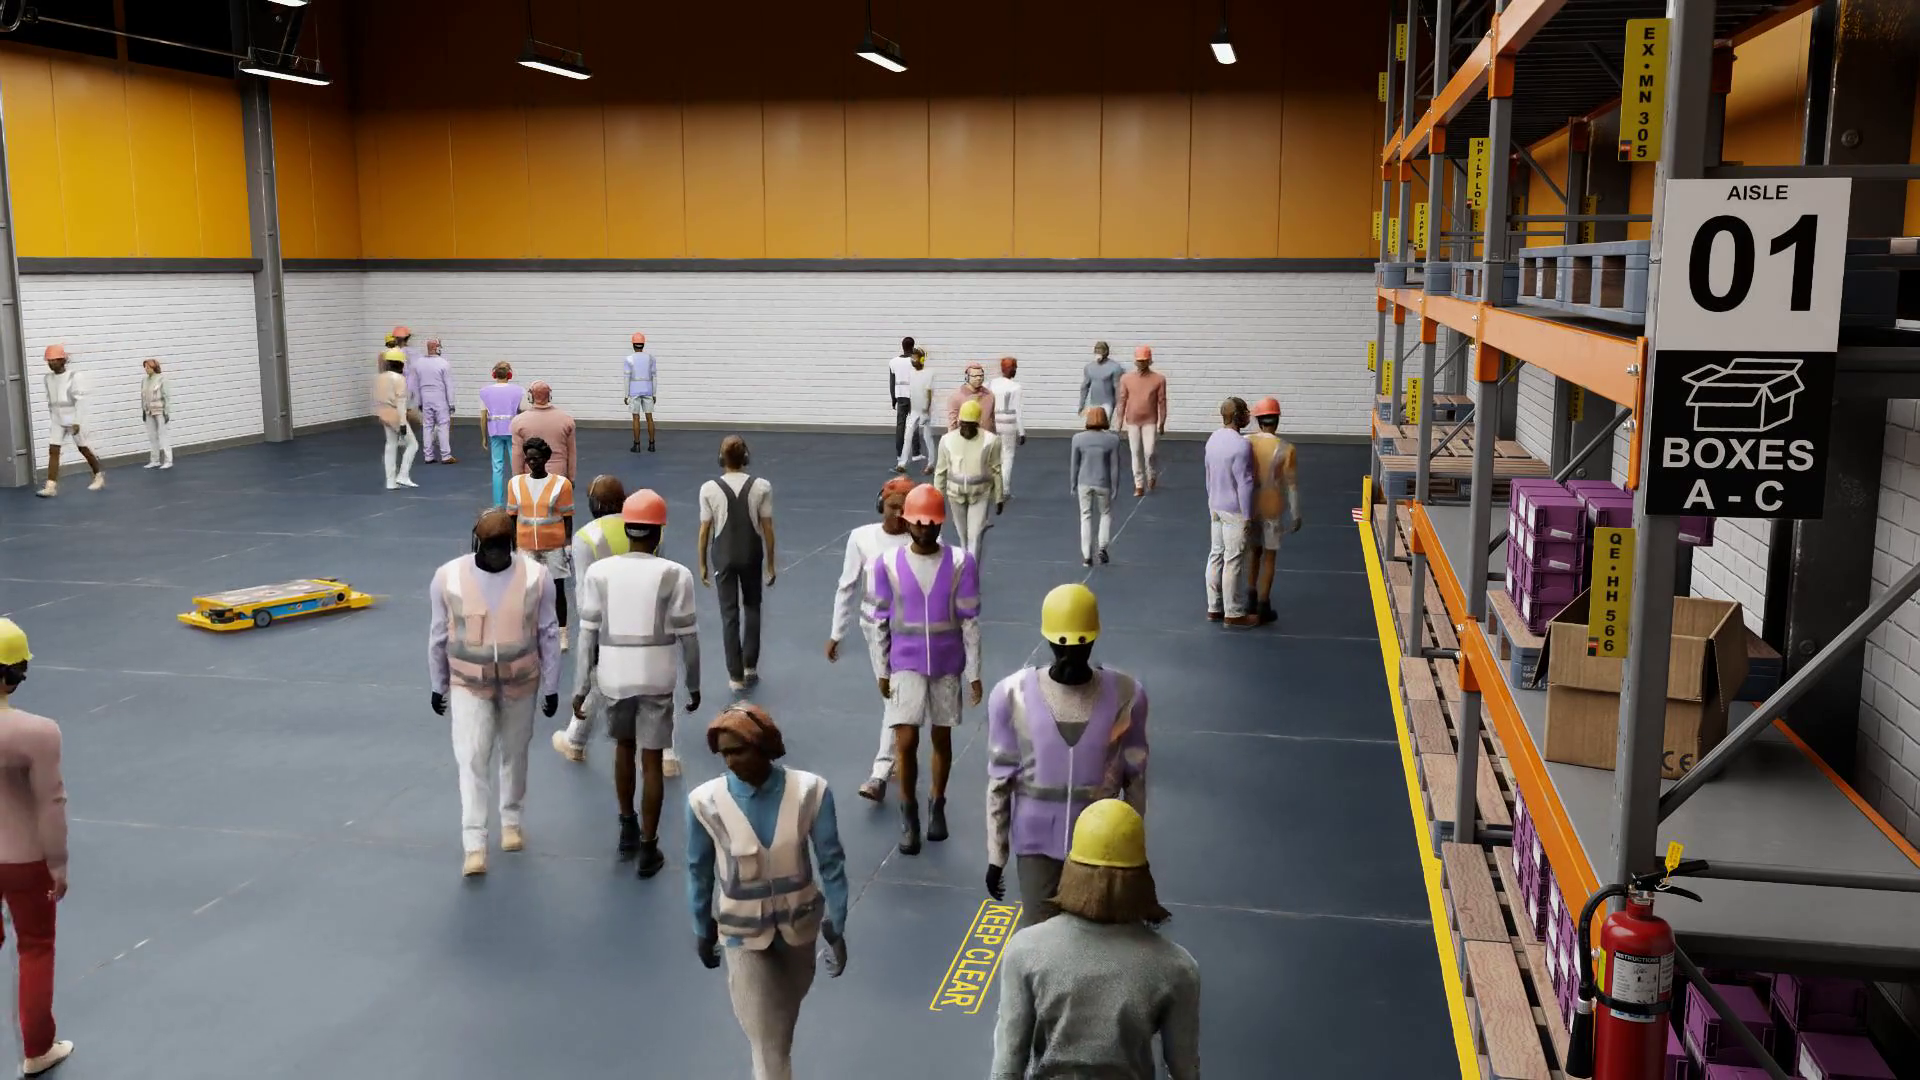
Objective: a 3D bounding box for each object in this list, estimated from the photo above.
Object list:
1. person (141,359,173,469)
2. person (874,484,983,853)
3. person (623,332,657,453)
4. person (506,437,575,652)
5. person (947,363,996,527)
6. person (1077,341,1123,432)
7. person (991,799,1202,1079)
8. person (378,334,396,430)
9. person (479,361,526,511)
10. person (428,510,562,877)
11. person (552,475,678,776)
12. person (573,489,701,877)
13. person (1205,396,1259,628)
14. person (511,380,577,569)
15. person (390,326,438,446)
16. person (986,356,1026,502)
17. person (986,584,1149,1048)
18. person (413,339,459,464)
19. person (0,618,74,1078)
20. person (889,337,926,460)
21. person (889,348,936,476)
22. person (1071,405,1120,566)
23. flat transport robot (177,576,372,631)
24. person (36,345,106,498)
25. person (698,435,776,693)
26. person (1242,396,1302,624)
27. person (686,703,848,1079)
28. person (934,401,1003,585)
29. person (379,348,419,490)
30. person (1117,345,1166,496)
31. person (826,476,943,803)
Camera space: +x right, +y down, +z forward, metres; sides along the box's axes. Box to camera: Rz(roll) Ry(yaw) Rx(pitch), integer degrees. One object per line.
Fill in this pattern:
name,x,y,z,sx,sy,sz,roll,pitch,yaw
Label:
person,-11.942,-1.874,24.709,0.521,1.639,0.310,4,10,21
person,-0.161,0.665,8.592,0.562,1.913,0.669,0,9,-3
person,-5.169,-2.377,26.845,0.547,1.938,0.377,-4,10,-25
person,-3.277,0.042,12.998,0.539,1.696,0.317,0,9,0
person,0.165,-1.078,19.111,0.646,1.907,0.401,-6,11,-31
person,2.025,-1.926,24.199,0.650,1.918,0.640,8,13,41
person,0.345,1.487,4.203,0.519,1.713,0.640,2,10,10
person,-10.358,-2.882,30.396,0.525,1.772,0.309,-7,12,-37
person,-5.593,-1.264,20.412,0.564,1.846,0.393,-2,10,-9
person,-2.318,0.761,8.344,0.649,1.802,0.870,-3,10,-18
person,-2.062,0.504,9.964,0.972,1.784,0.659,9,13,42
person,-1.613,0.699,8.401,0.607,1.904,0.690,0,9,2
person,2.274,-0.234,13.931,0.372,1.940,0.630,-4,10,-21
person,-4.069,-0.608,16.269,0.642,1.913,0.410,-5,11,-30
person,-9.104,-2.539,27.570,0.772,2.022,0.610,-1,9,-7
person,0.571,-1.403,21.161,0.613,1.872,0.431,9,13,43
person,0.387,1.090,6.052,0.598,1.912,0.432,0,9,0
person,-7.950,-2.101,25.276,0.651,1.906,0.402,3,10,16
person,-3.520,1.164,6.058,0.537,1.748,0.506,0,9,-1
person,-0.806,-2.183,25.748,0.590,1.915,0.392,3,10,20
person,-0.634,-1.811,23.776,0.516,1.834,0.907,7,12,36
person,1.361,-0.547,16.782,0.512,1.617,0.438,2,10,10
flat transport robot,-5.879,0.535,14.308,0.652,0.197,1.431,7,12,36
person,-11.761,-1.582,21.933,0.626,1.995,1.065,2,10,9
person,-1.608,0.155,11.907,0.530,1.827,0.635,-2,10,-13
person,2.596,-0.257,14.097,0.559,1.920,0.469,7,12,35
person,-0.638,1.331,5.547,0.505,1.583,0.824,-3,10,-16
person,0.057,-0.384,15.285,0.628,1.779,0.871,2,10,12
person,-7.543,-1.627,22.396,0.622,1.908,0.534,9,13,42
person,2.362,-1.550,21.725,0.629,1.975,0.441,3,10,16
person,-0.425,0.558,9.475,0.605,1.824,1.014,4,10,21
